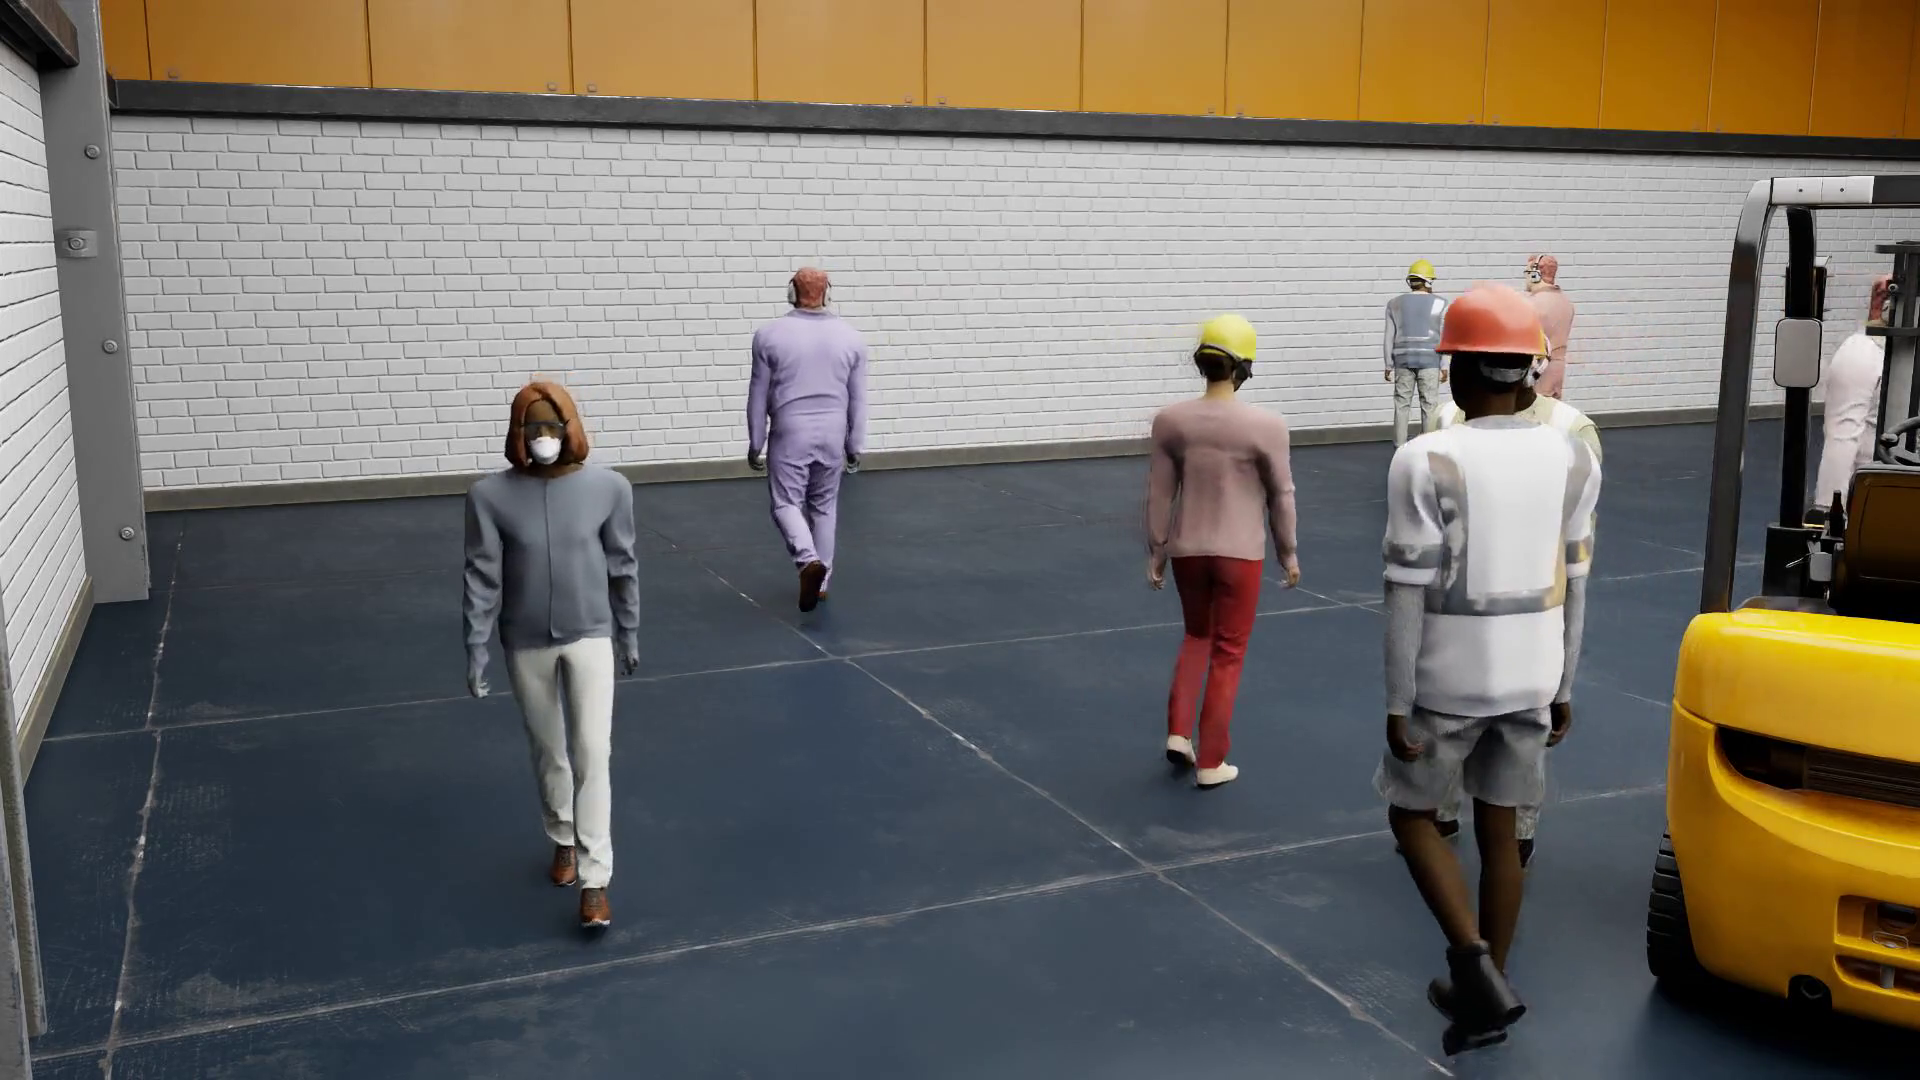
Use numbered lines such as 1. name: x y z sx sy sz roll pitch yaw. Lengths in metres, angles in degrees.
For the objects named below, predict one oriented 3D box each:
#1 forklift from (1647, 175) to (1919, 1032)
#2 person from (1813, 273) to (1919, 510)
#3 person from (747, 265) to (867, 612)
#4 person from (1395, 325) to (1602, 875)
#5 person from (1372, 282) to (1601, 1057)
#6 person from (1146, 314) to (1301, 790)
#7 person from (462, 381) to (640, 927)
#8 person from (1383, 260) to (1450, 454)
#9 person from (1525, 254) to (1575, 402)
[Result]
1. forklift: 2.810 0.094 4.662 1.214 2.155 2.313 7 12 34
2. person: 4.036 -0.202 7.165 0.877 1.869 0.677 8 13 37
3. person: -0.812 -0.546 9.052 0.652 1.881 0.735 -4 11 -22
4. person: 1.699 0.161 5.315 0.586 1.824 0.403 10 14 43
5. person: 1.283 0.345 4.045 0.549 1.924 0.534 -2 10 -10
6. person: 0.958 0.050 6.128 0.530 1.750 0.391 7 13 34
7. person: -1.211 0.337 4.952 0.518 1.591 0.812 -2 10 -11
8. person: 4.114 -1.594 14.974 0.591 1.828 0.404 5 11 24
9. person: 4.368 -1.207 12.626 0.400 1.907 0.644 10 14 42
